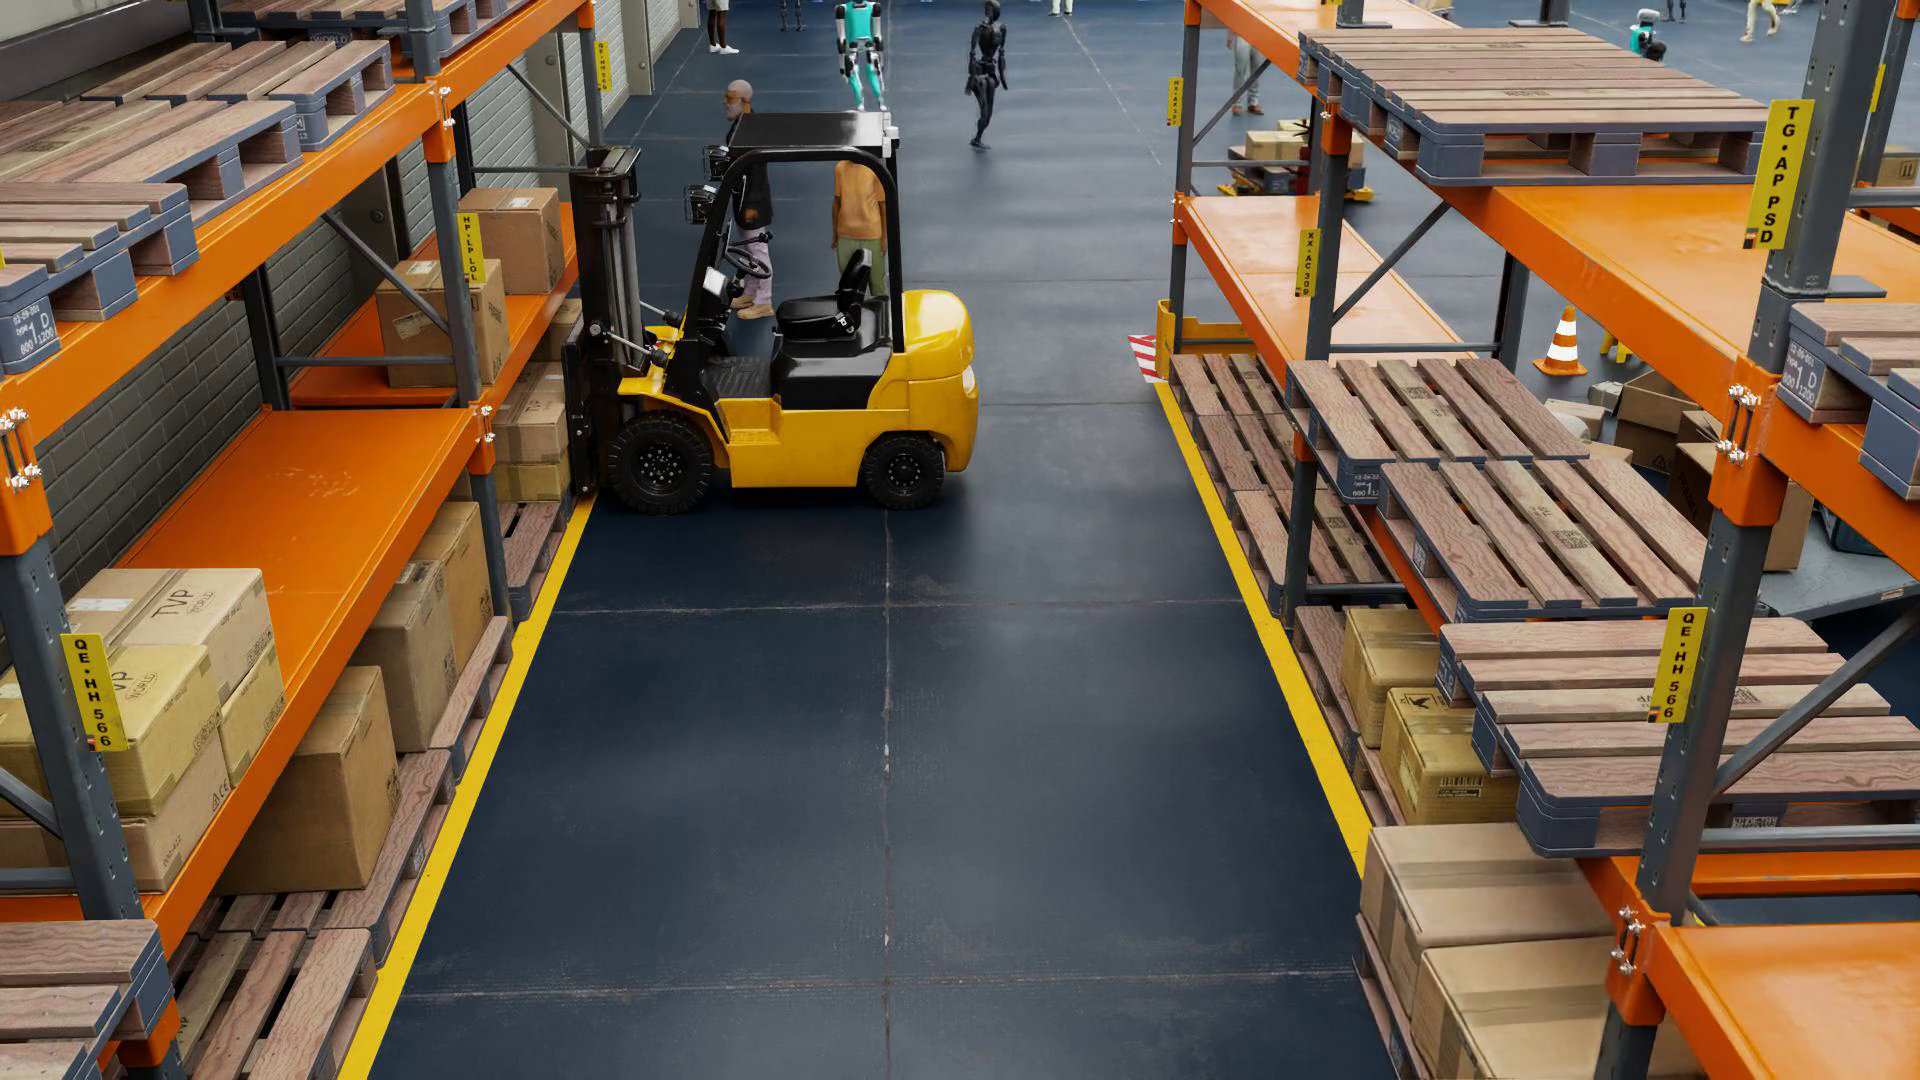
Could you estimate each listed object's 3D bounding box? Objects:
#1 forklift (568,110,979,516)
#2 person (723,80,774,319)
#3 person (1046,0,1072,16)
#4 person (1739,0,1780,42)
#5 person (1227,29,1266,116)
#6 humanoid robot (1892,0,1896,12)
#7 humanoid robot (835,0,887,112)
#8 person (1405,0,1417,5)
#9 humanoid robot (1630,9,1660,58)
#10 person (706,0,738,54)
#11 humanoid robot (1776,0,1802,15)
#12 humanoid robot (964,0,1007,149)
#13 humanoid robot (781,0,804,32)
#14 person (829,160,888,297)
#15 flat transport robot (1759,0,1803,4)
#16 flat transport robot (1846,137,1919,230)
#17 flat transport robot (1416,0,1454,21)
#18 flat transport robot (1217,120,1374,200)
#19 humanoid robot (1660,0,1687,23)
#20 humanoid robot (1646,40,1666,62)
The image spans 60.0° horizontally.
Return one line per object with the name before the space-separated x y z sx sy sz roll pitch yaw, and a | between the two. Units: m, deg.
forklift | -1.043 -1.379 9.976 2.313 2.155 1.214 -1 25 -2
person | -1.671 -2.688 13.137 0.400 1.854 0.545 -9 27 -18
person | 1.709 -9.926 28.605 0.578 1.739 0.380 -16 30 -30
person | 12.620 -8.760 25.982 0.707 1.872 0.529 -16 30 -31
person | 3.605 -6.217 20.540 0.644 1.924 0.402 -2 25 -4
humanoid robot | 16.337 -10.076 28.990 0.593 1.660 0.375 6 26 13
humanoid robot | -1.070 -5.308 18.788 0.530 1.754 0.754 -7 26 -15
person | 6.862 -8.471 25.410 0.561 1.837 0.387 -23 33 -39
humanoid robot | 7.251 -4.650 17.417 1.009 1.728 0.550 5 26 10
person | -3.641 -8.268 24.905 0.374 1.900 0.542 -19 31 -35
humanoid robot | 14.462 -9.911 28.566 0.534 1.795 0.676 -16 30 -31
humanoid robot | 0.269 -5.251 18.798 0.420 1.650 0.610 23 33 39
humanoid robot | -2.786 -9.120 26.951 0.599 1.657 0.315 -1 25 -2
person | -0.749 -2.232 12.332 0.455 1.717 0.351 8 26 16
flat transport robot | 15.053 -9.999 30.478 0.659 0.231 1.431 18 31 33
flat transport robot | 6.930 -2.074 13.697 1.431 0.231 0.659 4 26 9
flat transport robot | 7.196 -8.315 26.913 0.659 0.231 1.431 23 34 40
flat transport robot | 3.405 -3.587 16.899 1.431 0.231 0.659 -5 26 -11
humanoid robot | 12.029 -9.508 27.789 0.393 1.640 0.602 -18 31 -33
humanoid robot | 6.598 -3.966 16.057 0.614 1.647 0.400 -4 26 -9
